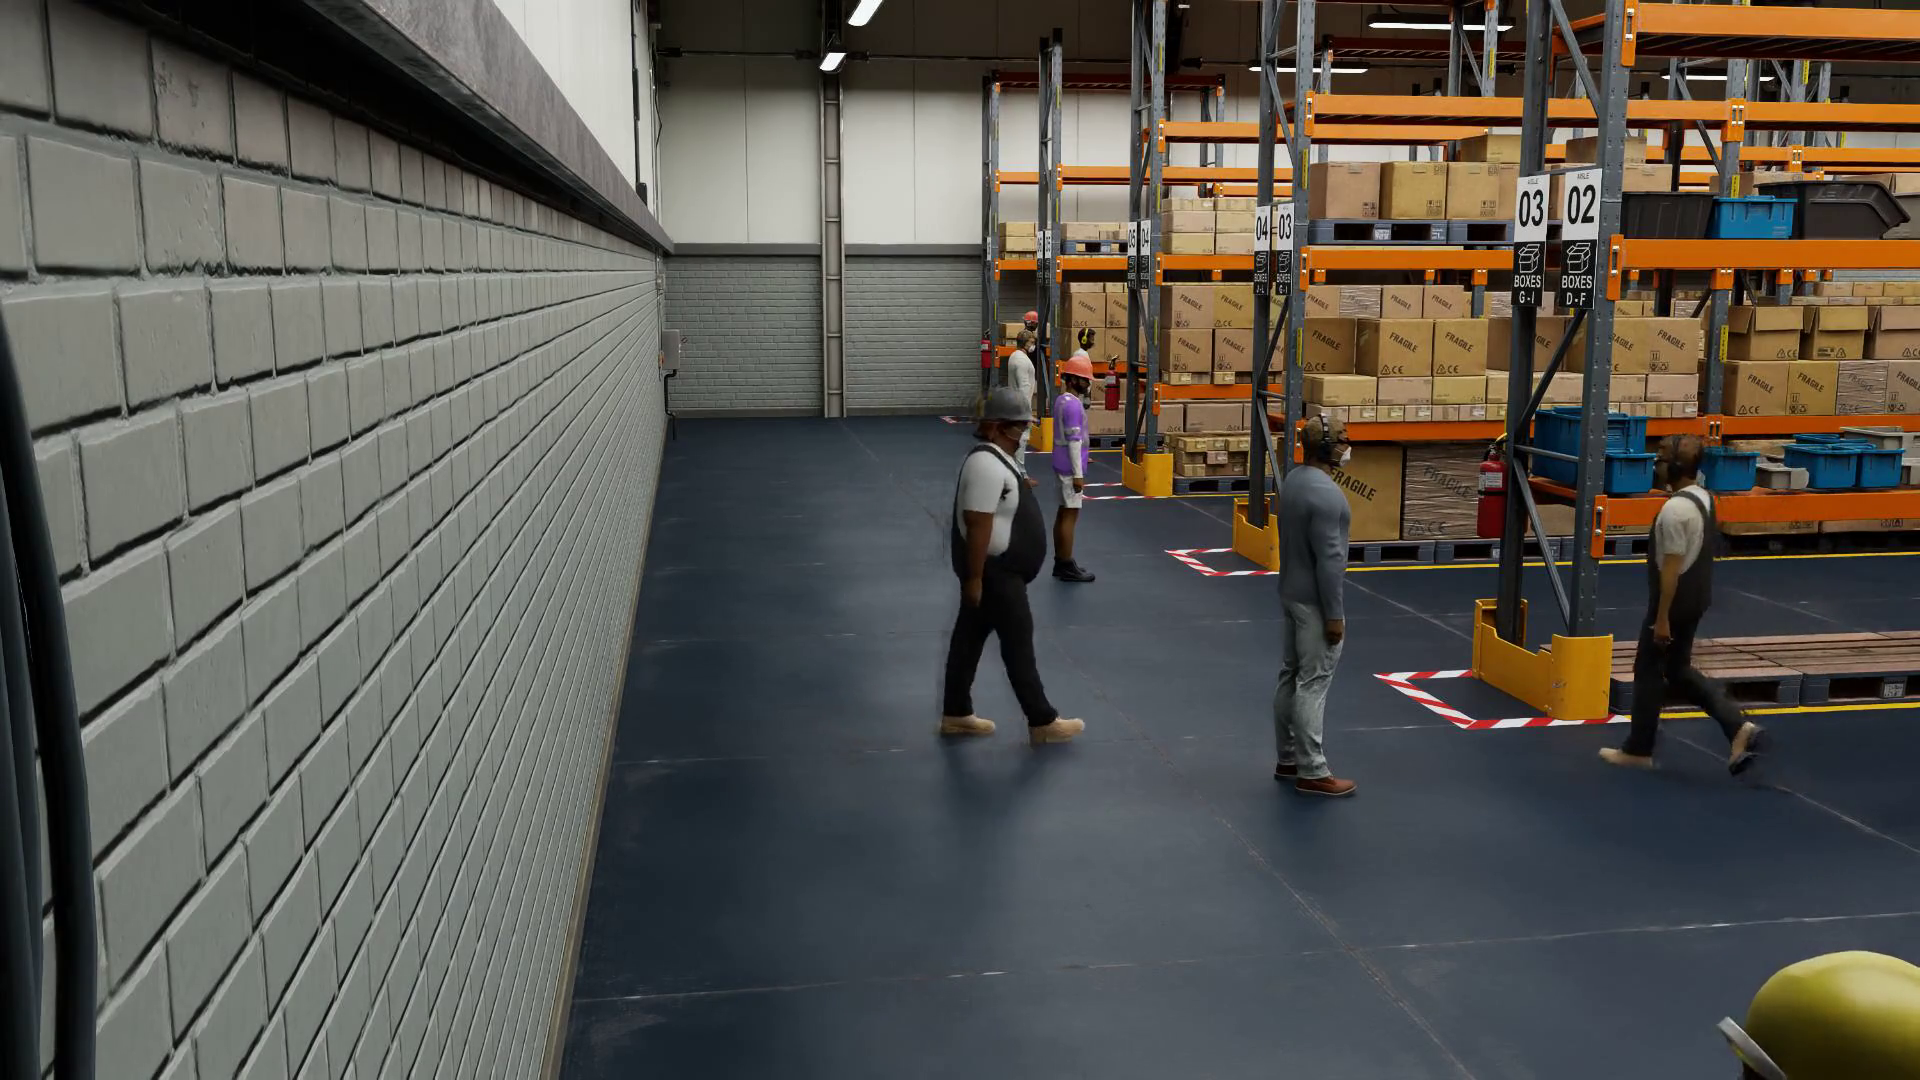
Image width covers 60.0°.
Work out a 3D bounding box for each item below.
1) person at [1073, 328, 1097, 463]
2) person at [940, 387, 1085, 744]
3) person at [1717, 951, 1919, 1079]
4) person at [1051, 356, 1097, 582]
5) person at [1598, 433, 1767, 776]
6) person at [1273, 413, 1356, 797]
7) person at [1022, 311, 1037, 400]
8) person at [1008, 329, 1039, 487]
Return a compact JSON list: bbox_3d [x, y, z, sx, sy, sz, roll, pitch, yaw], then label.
[{"bbox_3d":[1.708,-1.990,22.969,0.328,1.865,0.521,-1,9,-8],"label":"person"},{"bbox_3d":[0.307,0.127,9.364,0.925,2.000,0.703,0,9,1],"label":"person"},{"bbox_3d":[1.059,1.407,2.146,0.403,1.822,0.588,-1,9,-8],"label":"person"},{"bbox_3d":[0.976,-0.609,14.255,0.374,1.927,0.542,-1,9,-8],"label":"person"},{"bbox_3d":[3.786,0.351,8.652,0.755,1.826,0.522,9,13,44],"label":"person"},{"bbox_3d":[1.804,0.324,8.464,0.371,1.941,0.627,-1,9,-8],"label":"person"},{"bbox_3d":[1.141,-2.766,27.379,0.393,1.985,0.611,-1,9,-8],"label":"person"},{"bbox_3d":[0.764,-1.626,20.513,0.371,1.934,0.627,-1,9,-8],"label":"person"}]
